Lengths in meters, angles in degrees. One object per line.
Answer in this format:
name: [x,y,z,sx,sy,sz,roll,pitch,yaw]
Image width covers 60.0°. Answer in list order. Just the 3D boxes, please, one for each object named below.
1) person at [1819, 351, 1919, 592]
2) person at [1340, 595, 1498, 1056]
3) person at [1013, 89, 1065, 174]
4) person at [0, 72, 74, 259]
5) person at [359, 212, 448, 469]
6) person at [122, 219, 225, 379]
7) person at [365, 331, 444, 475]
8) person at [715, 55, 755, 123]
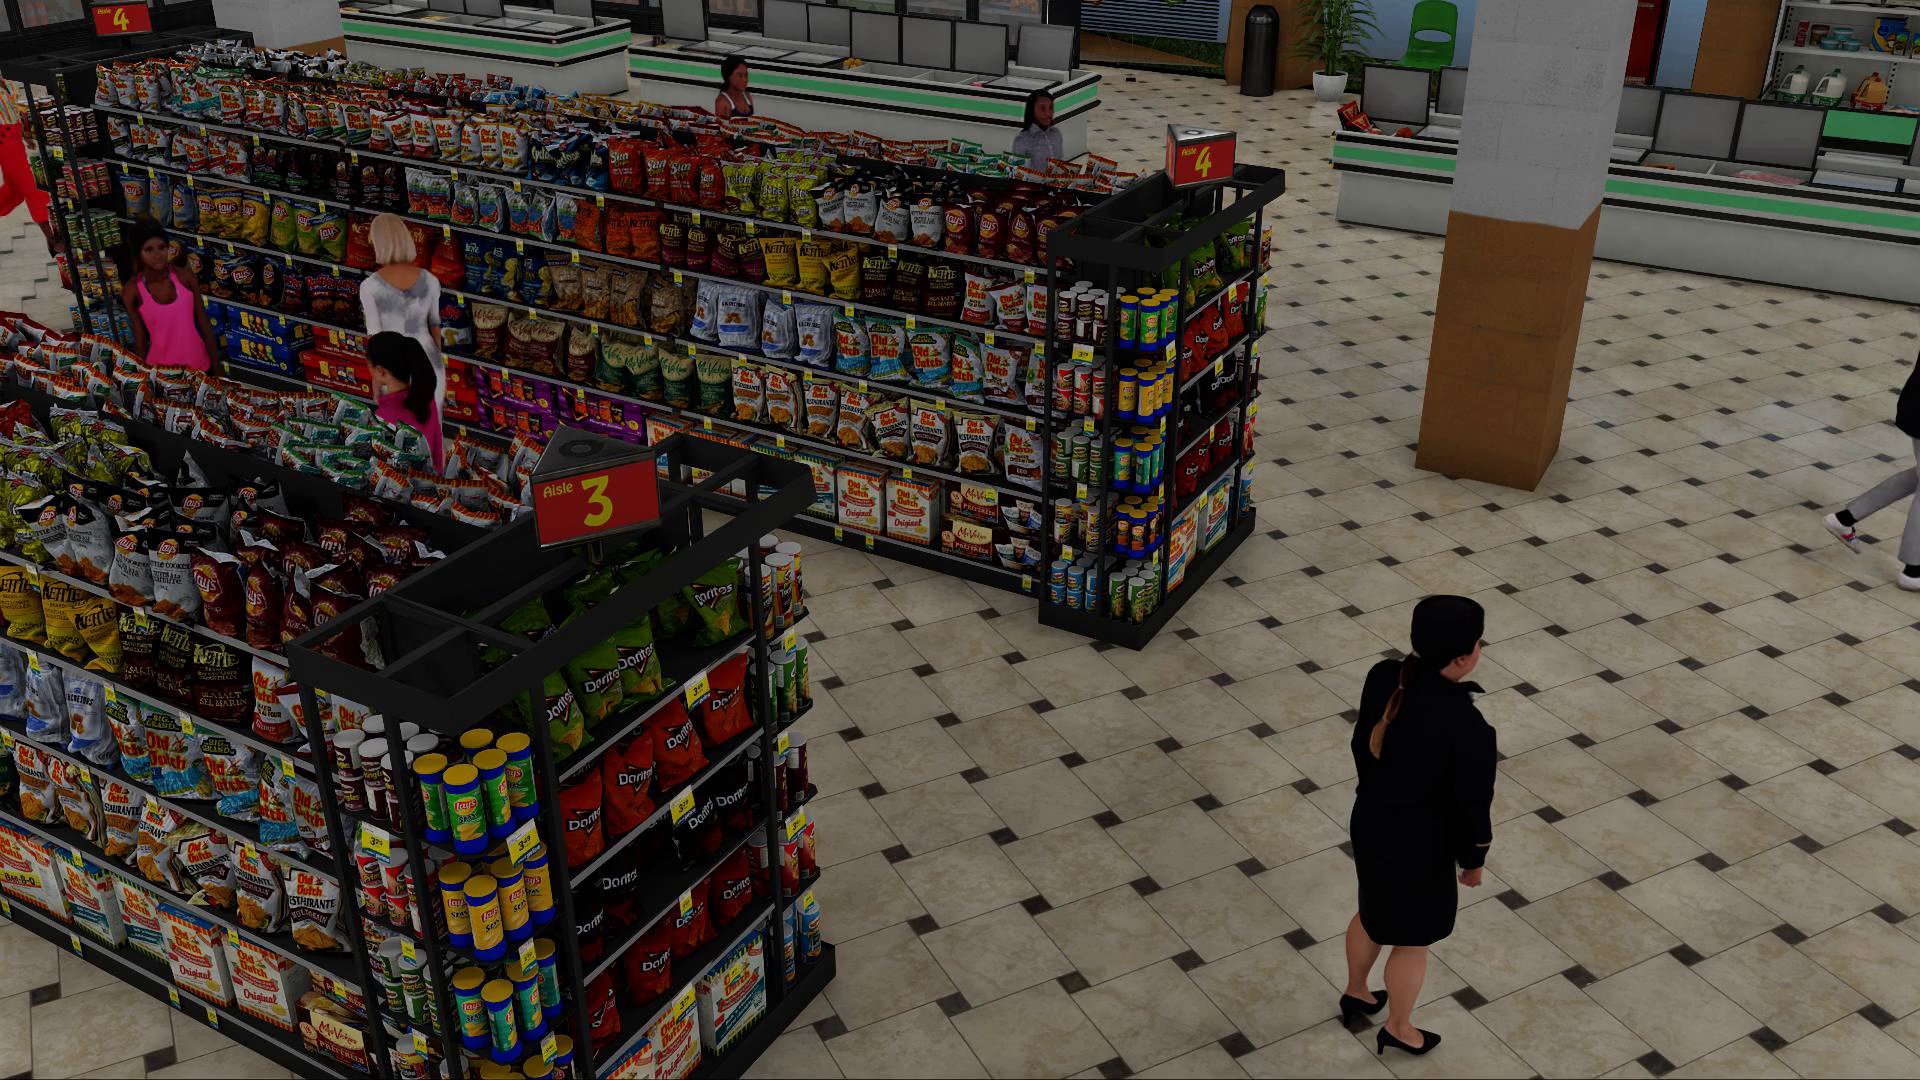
person: [4.759,-0.659,8.218,0.986,1.940,0.815,9,28,18]
person: [1.447,0.942,5.358,0.867,1.671,0.755,-14,30,-26]
person: [0.554,-2.299,11.691,0.668,1.724,0.646,-18,32,-31]
person: [-7.624,-3.077,13.181,1.193,1.763,0.955,0,27,0]
person: [-2.870,-0.820,8.789,0.857,1.711,0.976,-15,30,-26]
person: [-4.204,-0.906,8.965,0.783,1.706,1.046,-18,32,-31]
person: [-2.411,-0.128,7.435,0.612,1.701,0.622,9,28,18]
person: [-1.775,-2.809,12.693,0.955,1.727,0.701,24,35,38]
